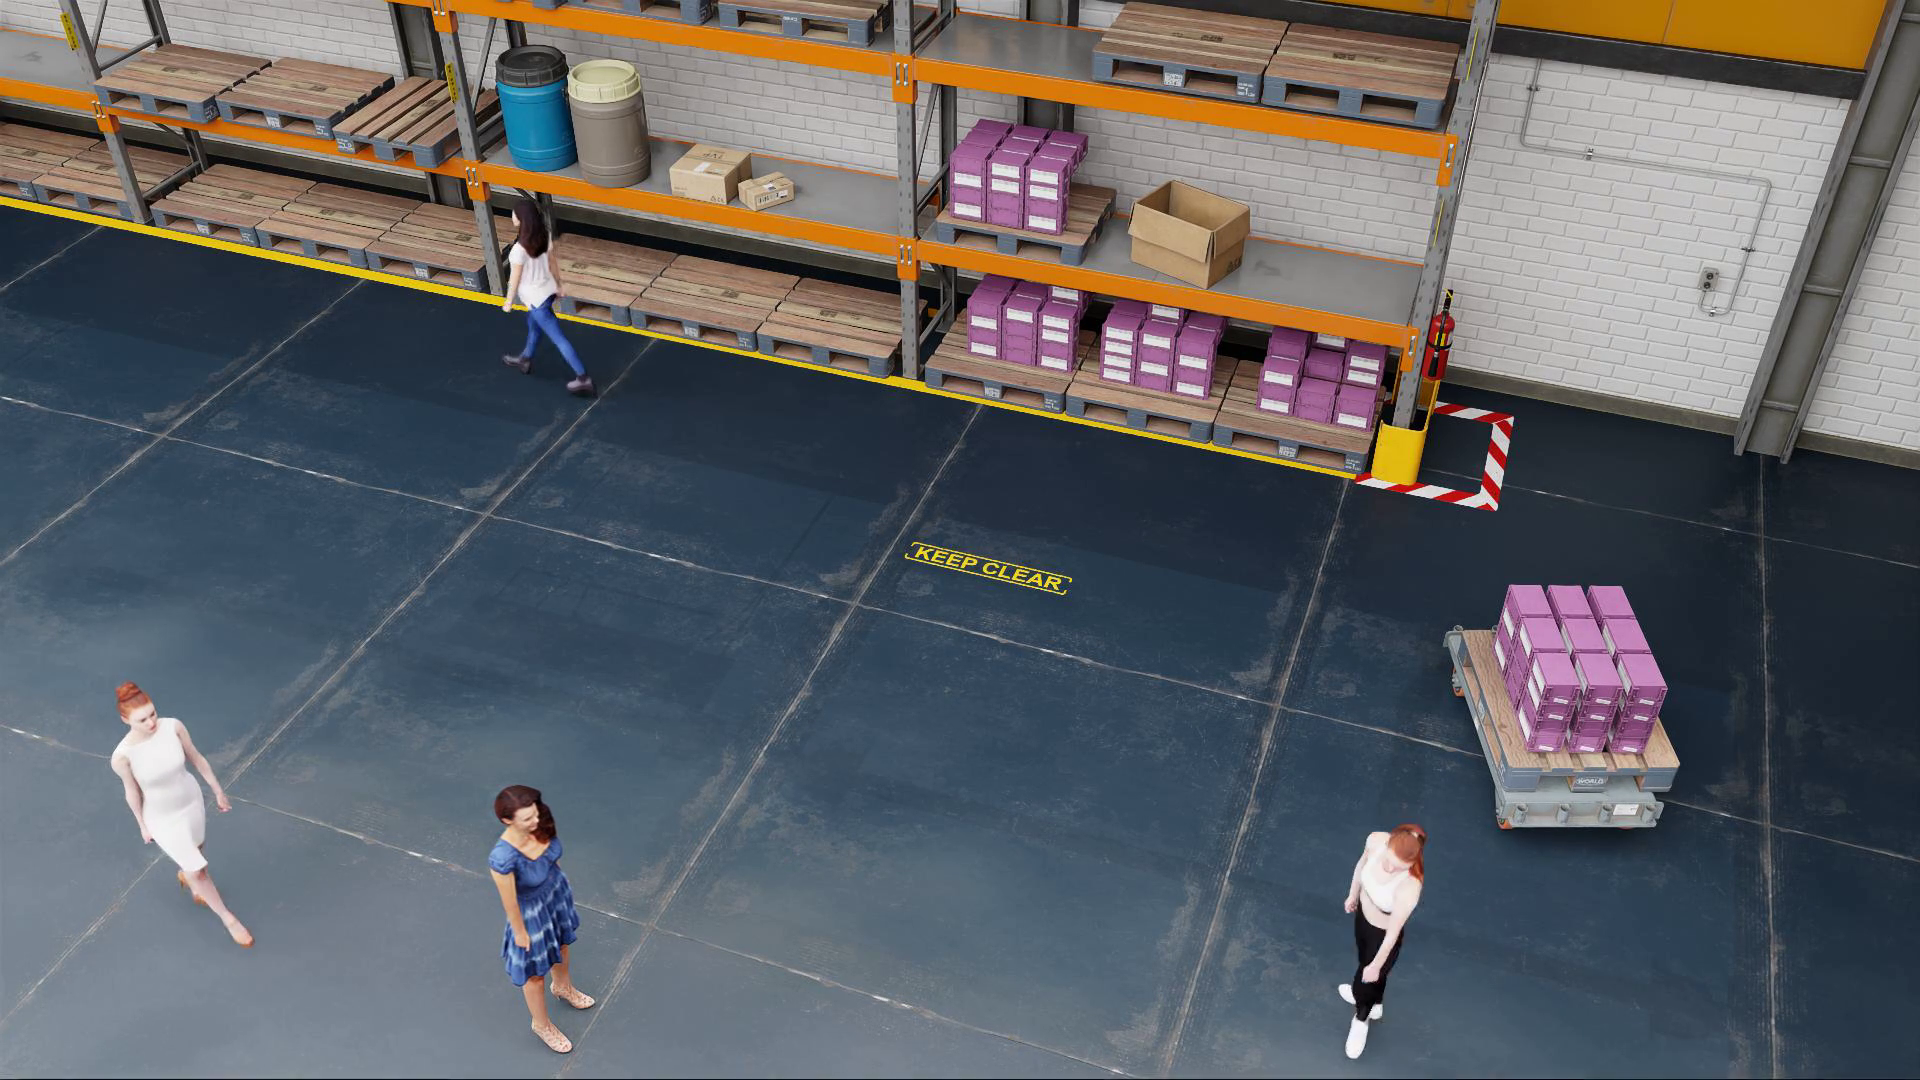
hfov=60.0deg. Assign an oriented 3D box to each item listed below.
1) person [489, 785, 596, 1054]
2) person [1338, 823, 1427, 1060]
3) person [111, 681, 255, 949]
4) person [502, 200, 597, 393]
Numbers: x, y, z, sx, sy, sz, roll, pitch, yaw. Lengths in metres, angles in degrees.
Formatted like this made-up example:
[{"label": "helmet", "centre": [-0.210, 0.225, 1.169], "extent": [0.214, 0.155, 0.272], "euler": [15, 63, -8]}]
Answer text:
[{"label": "person", "centre": [-2.118, 1.893, 8.433], "extent": [0.580, 1.805, 0.675], "euler": [10, 40, 13]}, {"label": "person", "centre": [2.123, 1.960, 8.413], "extent": [0.767, 1.725, 0.766], "euler": [1, 39, 1]}, {"label": "person", "centre": [-4.292, 1.434, 9.039], "extent": [0.962, 1.766, 0.740], "euler": [24, 45, 27]}, {"label": "person", "centre": [-3.272, -1.882, 13.297], "extent": [1.129, 1.634, 0.630], "euler": [11, 40, 14]}]
